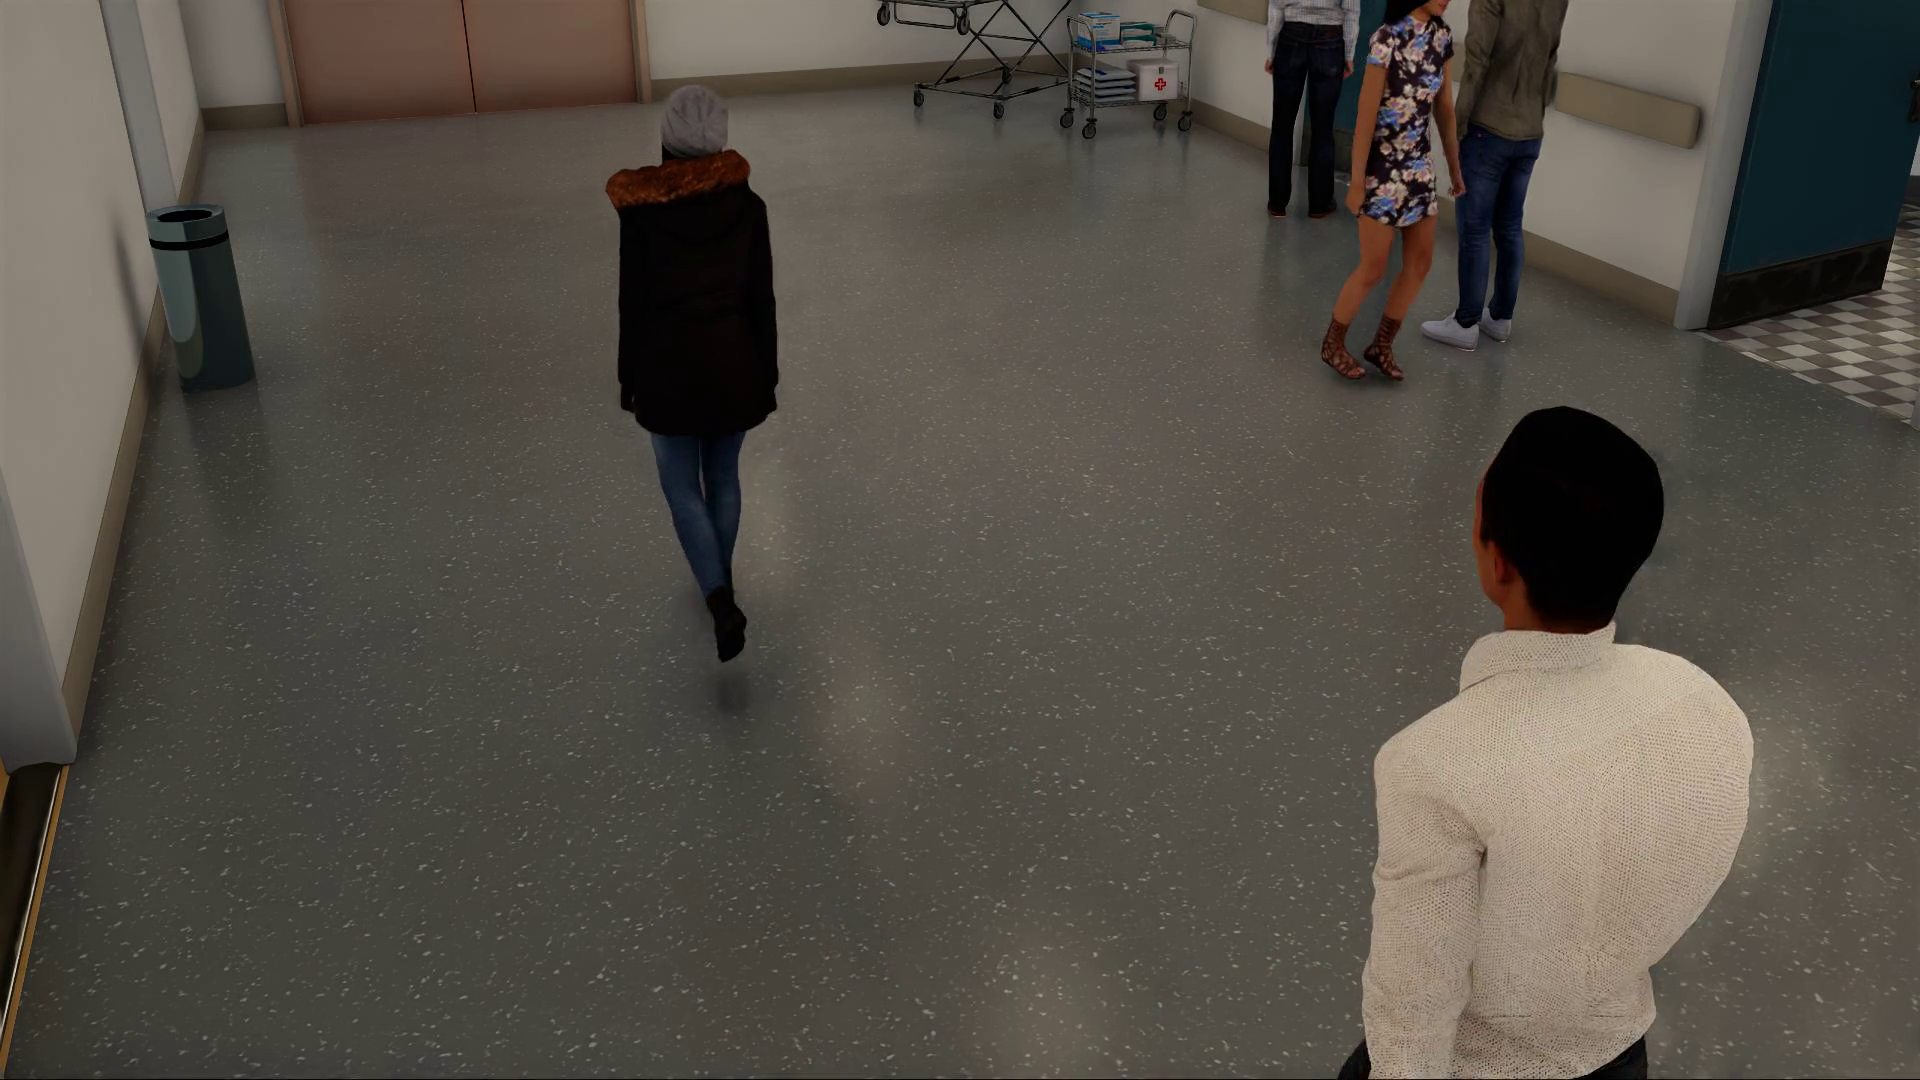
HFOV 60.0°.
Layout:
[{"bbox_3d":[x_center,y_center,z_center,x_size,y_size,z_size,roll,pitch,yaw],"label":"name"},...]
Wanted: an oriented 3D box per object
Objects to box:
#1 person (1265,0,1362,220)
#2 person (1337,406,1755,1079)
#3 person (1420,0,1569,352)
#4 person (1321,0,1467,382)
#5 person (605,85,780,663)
[{"bbox_3d":[1.927,-2.707,9.170,0.738,1.818,0.764,8,27,15],"label":"person"},{"bbox_3d":[0.723,0.756,2.049,0.682,1.765,1.143,-8,27,-16],"label":"person"},{"bbox_3d":[2.319,-1.745,7.121,0.745,1.865,0.637,-14,29,-27],"label":"person"},{"bbox_3d":[1.754,-1.493,6.782,0.705,1.706,0.719,-11,28,-22],"label":"person"},{"bbox_3d":[-0.726,-0.432,4.690,0.612,1.611,0.978,-10,27,-19],"label":"person"}]
